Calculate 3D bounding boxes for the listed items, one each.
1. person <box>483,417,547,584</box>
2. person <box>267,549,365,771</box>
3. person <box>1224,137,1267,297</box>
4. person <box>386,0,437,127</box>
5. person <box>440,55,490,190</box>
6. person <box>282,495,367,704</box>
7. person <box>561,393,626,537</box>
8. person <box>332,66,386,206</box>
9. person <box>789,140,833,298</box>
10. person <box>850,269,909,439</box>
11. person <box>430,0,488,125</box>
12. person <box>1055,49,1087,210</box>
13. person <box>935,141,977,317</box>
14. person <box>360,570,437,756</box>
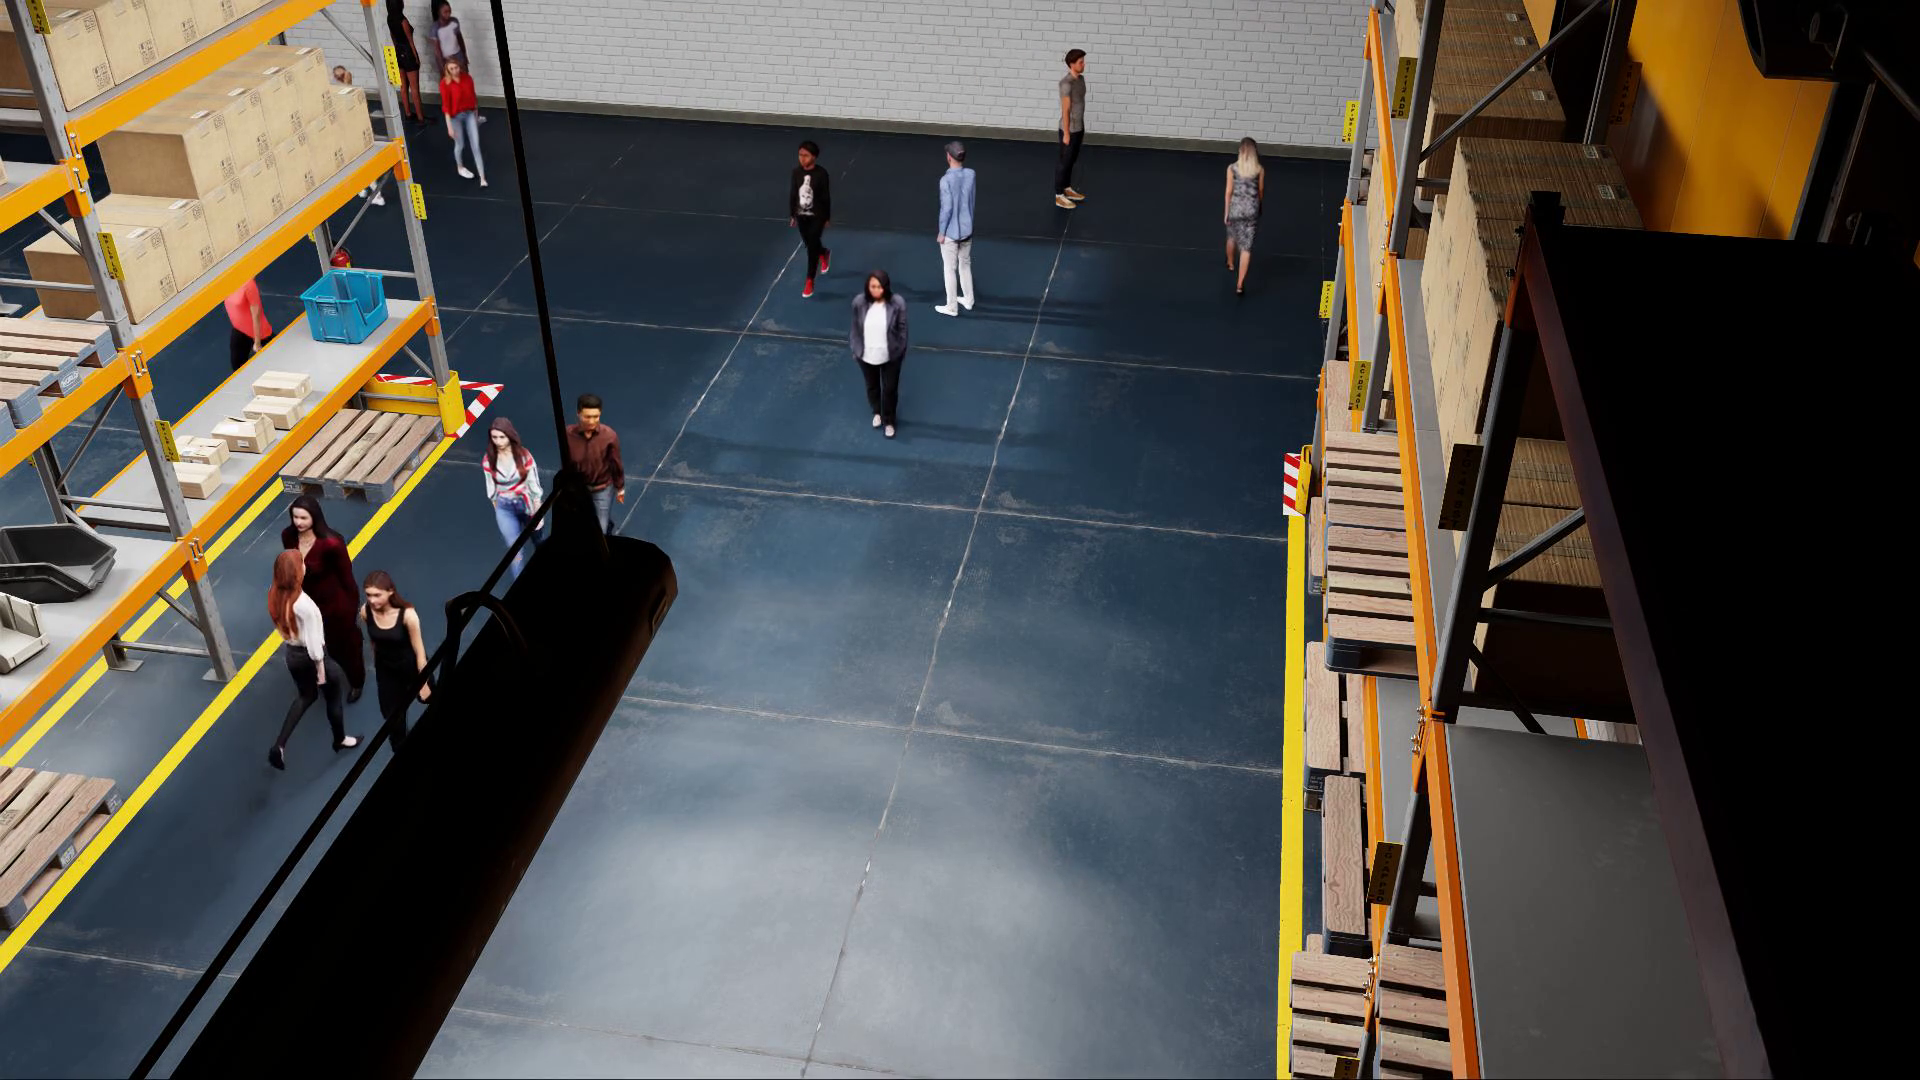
[{"bbox_3d":[-3.471,-0.279,13.176,0.826,1.575,1.140,-5,34,-8],"label":"person"},{"bbox_3d":[-4.485,0.880,11.285,0.856,1.738,1.047,21,39,28],"label":"person"},{"bbox_3d":[3.045,-3.430,17.847,0.567,1.653,1.134,6,34,8],"label":"person"},{"bbox_3d":[-7.440,-6.459,22.325,0.683,1.740,0.686,25,41,32],"label":"person"},{"bbox_3d":[-6.145,-5.162,20.469,1.144,1.633,1.173,-27,42,-35],"label":"person"},{"bbox_3d":[-4.528,0.371,12.048,0.714,1.742,0.798,11,35,15],"label":"person"},{"bbox_3d":[-2.907,-0.426,13.243,0.746,1.746,1.107,2,34,3],"label":"person"},{"bbox_3d":[-7.155,-4.810,19.896,0.837,1.682,0.878,17,37,24],"label":"person"},{"bbox_3d":[-1.585,-3.526,17.998,0.709,1.645,1.106,11,35,16],"label":"person"},{"bbox_3d":[-0.736,-1.785,15.433,0.694,1.584,0.726,3,34,4],"label":"person"},{"bbox_3d":[-6.890,-6.429,22.334,1.207,1.679,1.232,28,43,35],"label":"person"},{"bbox_3d":[1.331,-4.943,19.907,0.769,1.892,0.573,14,36,21],"label":"person"},{"bbox_3d":[-0.039,-3.253,17.368,0.703,1.887,0.796,-27,42,-34],"label":"person"},{"bbox_3d":[-3.762,0.868,11.388,0.619,1.645,1.150,4,34,6],"label":"person"}]
